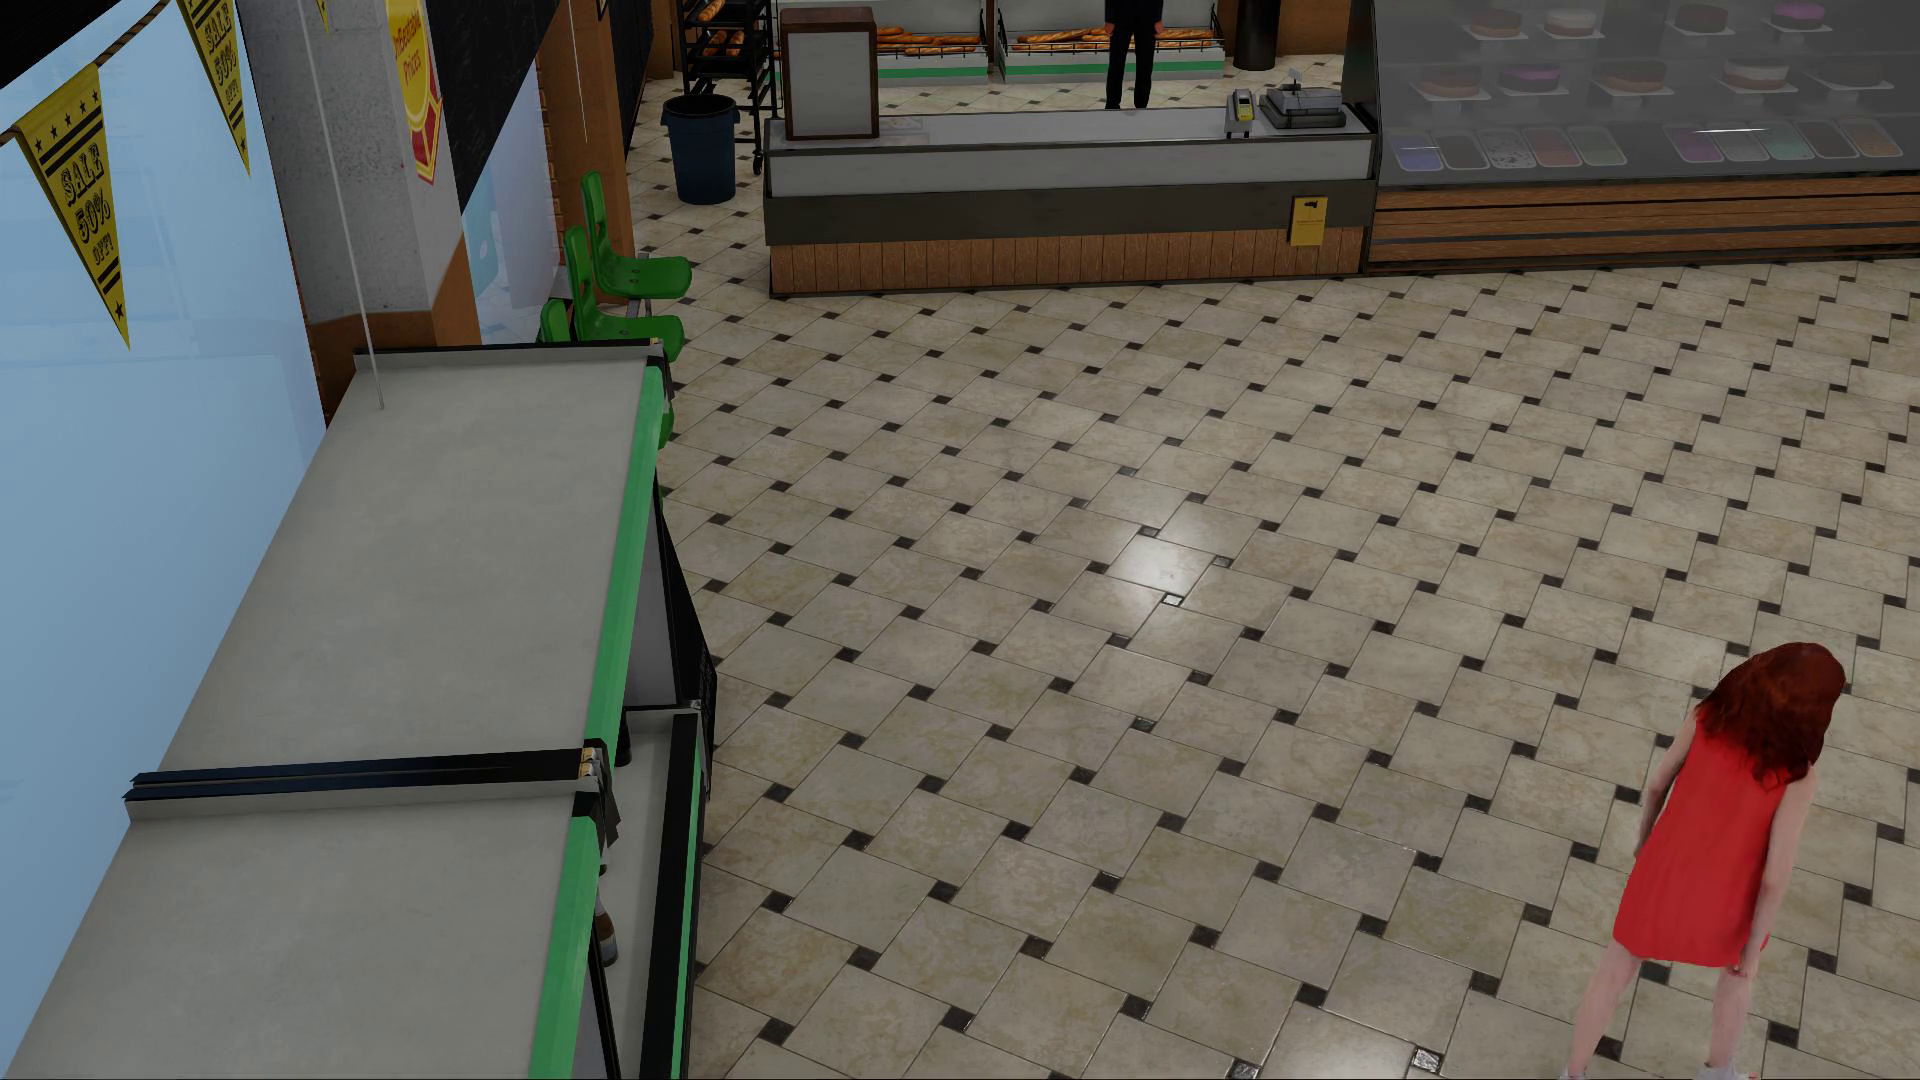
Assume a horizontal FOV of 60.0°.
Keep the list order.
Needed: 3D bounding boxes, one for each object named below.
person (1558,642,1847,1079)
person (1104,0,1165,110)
[{"bbox_3d":[2.148,1.081,4.990,0.929,1.790,0.976,25,39,34],"label":"person"},{"bbox_3d":[1.417,-4.244,13.474,0.628,1.868,0.563,-3,32,-4],"label":"person"}]
